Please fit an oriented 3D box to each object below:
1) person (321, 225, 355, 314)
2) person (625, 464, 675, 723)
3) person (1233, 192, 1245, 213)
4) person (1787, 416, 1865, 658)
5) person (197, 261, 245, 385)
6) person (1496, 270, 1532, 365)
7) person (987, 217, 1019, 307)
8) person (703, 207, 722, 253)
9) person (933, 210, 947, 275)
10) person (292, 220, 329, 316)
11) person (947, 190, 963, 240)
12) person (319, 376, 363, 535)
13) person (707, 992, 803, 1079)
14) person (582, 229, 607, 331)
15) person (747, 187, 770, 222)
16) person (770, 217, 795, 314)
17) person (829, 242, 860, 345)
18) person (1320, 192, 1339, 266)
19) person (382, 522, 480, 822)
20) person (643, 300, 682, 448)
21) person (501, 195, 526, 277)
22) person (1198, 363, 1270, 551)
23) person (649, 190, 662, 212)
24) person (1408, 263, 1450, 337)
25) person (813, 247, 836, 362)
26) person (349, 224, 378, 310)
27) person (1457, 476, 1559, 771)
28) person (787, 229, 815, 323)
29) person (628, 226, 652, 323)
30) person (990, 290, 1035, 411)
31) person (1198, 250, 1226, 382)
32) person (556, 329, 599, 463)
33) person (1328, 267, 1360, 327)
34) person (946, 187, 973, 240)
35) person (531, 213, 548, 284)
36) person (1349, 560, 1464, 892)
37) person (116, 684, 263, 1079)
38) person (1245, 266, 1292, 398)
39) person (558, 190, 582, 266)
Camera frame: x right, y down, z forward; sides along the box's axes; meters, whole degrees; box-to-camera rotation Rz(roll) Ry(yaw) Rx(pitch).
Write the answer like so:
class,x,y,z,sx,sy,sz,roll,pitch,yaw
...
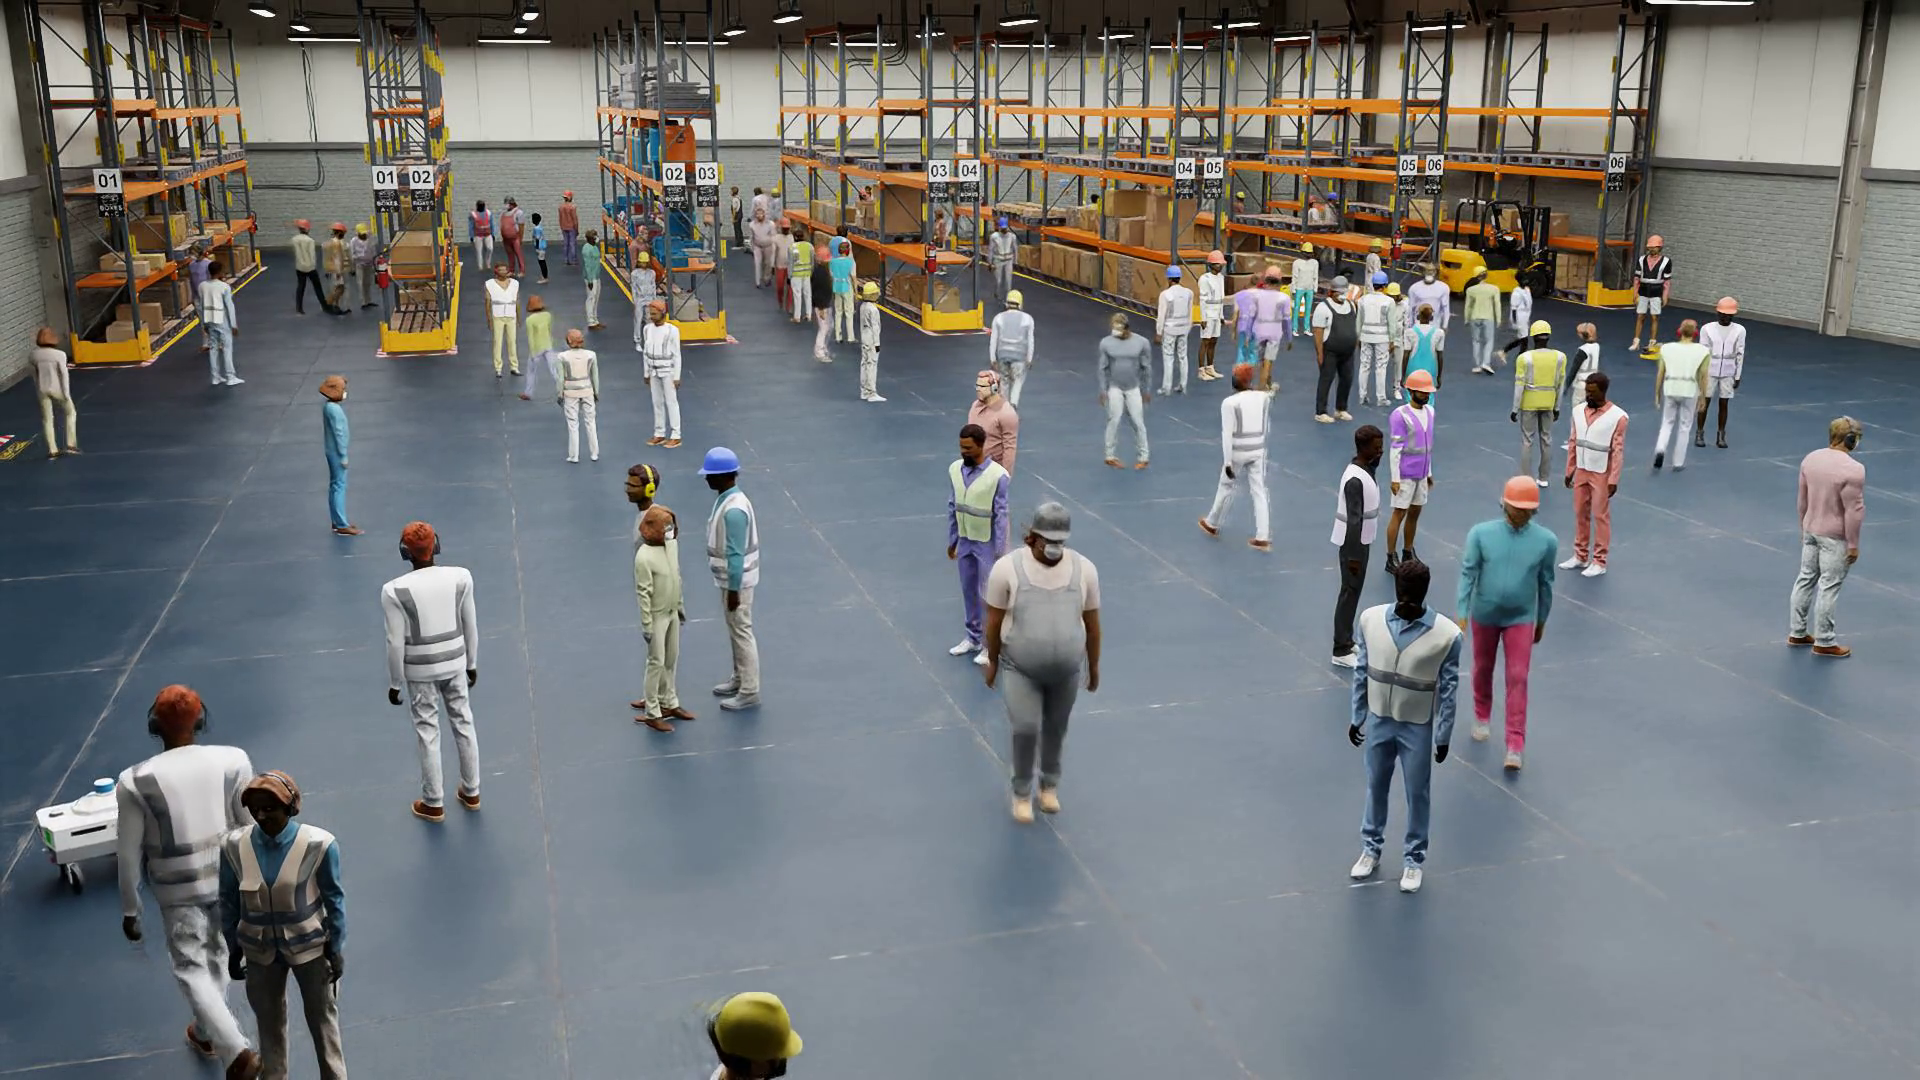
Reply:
class,x,y,z,sx,sy,sz,roll,pitch,yaw
person,-12.823,-5.576,34.335,0.603,1.828,0.419,-2,15,-6
person,-2.224,0.373,11.853,0.315,1.873,0.532,-4,15,-14
person,7.982,-9.076,47.637,0.358,1.755,0.518,-7,16,-24
person,6.924,-0.031,13.251,0.373,1.940,0.629,-4,15,-14
person,-11.521,-3.365,25.840,0.597,1.914,0.372,4,16,16
person,9.147,-3.590,27.169,0.625,1.658,0.547,10,18,33
person,0.918,-5.945,35.537,0.659,1.921,0.612,-2,15,-8
person,-7.106,-9.153,47.684,0.541,1.886,0.617,-12,19,-38
person,-0.501,-7.526,42.053,0.318,1.631,0.513,-5,16,-17
person,-13.387,-5.596,34.185,0.627,1.946,0.932,6,16,22
person,-0.172,-10.260,52.364,0.532,1.606,0.695,-7,16,-24
person,-6.343,-0.869,16.987,0.284,1.633,0.498,-8,17,-27
person,-0.682,2.200,5.206,0.412,1.750,0.541,-1,15,-5
person,-7.036,-4.991,31.916,0.368,1.939,0.633,0,15,1
person,-5.988,-9.564,49.408,0.927,1.781,0.618,10,18,33
person,-3.607,-5.692,34.467,0.632,1.979,0.545,-4,15,-13
person,-2.102,-4.458,30.084,0.563,1.847,0.389,8,17,28
person,9.867,-8.268,44.252,0.542,1.937,0.633,7,16,25
person,-3.230,0.803,10.212,0.574,1.887,0.360,-12,19,-38
person,-3.798,-2.117,21.223,0.579,1.878,0.346,9,18,31
person,-11.179,-7.570,41.424,0.679,2.000,0.535,9,17,29
person,2.797,-0.852,16.544,0.595,1.830,1.003,-7,16,-23
person,-8.425,-8.751,46.110,0.592,1.918,0.396,12,19,38
person,7.254,-3.362,25.867,0.642,1.914,0.817,2,15,7
person,-2.280,-3.963,28.037,0.450,1.945,0.743,3,15,12
person,-12.598,-5.771,35.146,0.549,1.798,0.631,13,20,40
person,3.655,0.523,11.171,0.621,1.947,0.992,5,16,16
person,-3.188,-5.252,33.094,0.622,1.838,0.429,-12,19,-37
person,-6.313,-5.287,33.126,0.401,1.894,0.654,5,16,18
person,0.713,-2.532,22.922,0.621,1.803,0.615,4,16,16
person,3.995,-3.534,26.228,0.378,2.045,0.605,12,19,39
person,-4.659,-1.754,20.311,0.524,1.636,0.308,-8,17,-27
person,6.281,-3.631,27.275,0.533,1.690,0.321,0,15,1
person,-0.045,-10.337,52.319,1.010,1.784,0.630,4,15,16
person,-10.105,-7.007,39.982,0.322,1.691,0.533,-2,15,-7
person,2.493,1.019,9.358,0.587,1.911,0.397,9,18,32
person,-3.366,1.576,7.401,0.608,1.846,0.898,-14,20,-42
person,4.536,-2.984,24.264,0.630,1.985,1.064,9,17,30
person,-10.351,-8.260,44.105,0.609,1.995,0.375,9,17,29
